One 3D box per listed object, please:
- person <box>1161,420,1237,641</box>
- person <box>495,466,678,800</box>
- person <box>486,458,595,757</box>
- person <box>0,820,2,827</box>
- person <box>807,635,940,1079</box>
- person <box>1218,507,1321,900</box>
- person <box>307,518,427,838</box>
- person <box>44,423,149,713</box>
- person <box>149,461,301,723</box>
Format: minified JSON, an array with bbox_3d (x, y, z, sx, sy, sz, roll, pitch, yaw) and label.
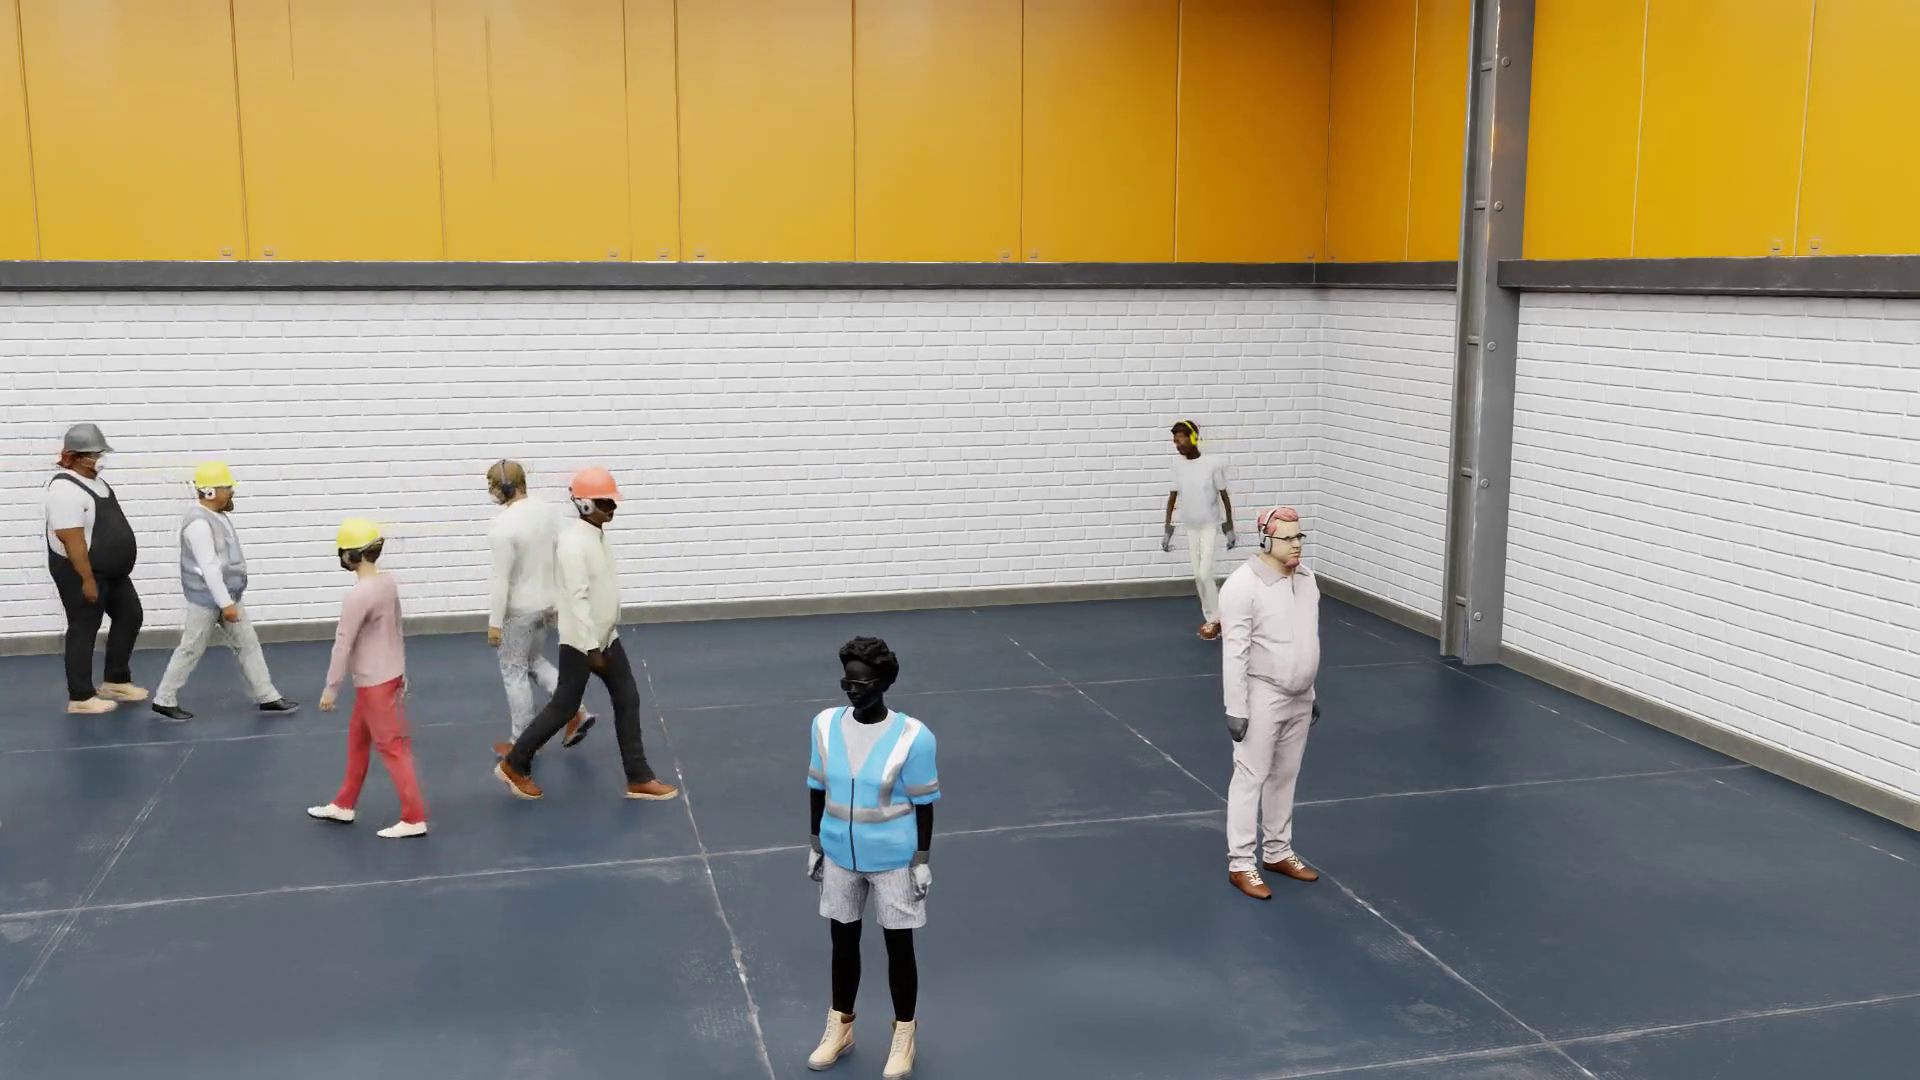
[{"bbox_3d":[2.004,-0.089,13.844,0.553,1.821,0.539,7,11,36],"label":"person"},{"bbox_3d":[-2.179,0.546,9.507,1.007,1.959,0.608,2,9,11],"label":"person"},{"bbox_3d":[-2.651,0.439,10.307,0.568,1.910,0.643,3,10,17],"label":"person"},{"bbox_3d":[-5.438,0.637,8.874,0.610,1.964,0.365,1,9,8],"label":"person"},{"bbox_3d":[-0.338,1.189,6.269,0.532,1.697,0.322,4,10,22],"label":"person"},{"bbox_3d":[1.552,0.781,8.162,0.651,1.906,0.409,-8,12,-40],"label":"person"},{"bbox_3d":[-3.252,0.752,8.896,0.816,1.737,0.527,0,9,0],"label":"person"},{"bbox_3d":[-5.927,0.184,11.471,0.626,2.000,0.698,-1,9,-8],"label":"person"},{"bbox_3d":[-5.054,0.356,11.222,0.943,1.788,0.596,-1,9,-6],"label":"person"}]
